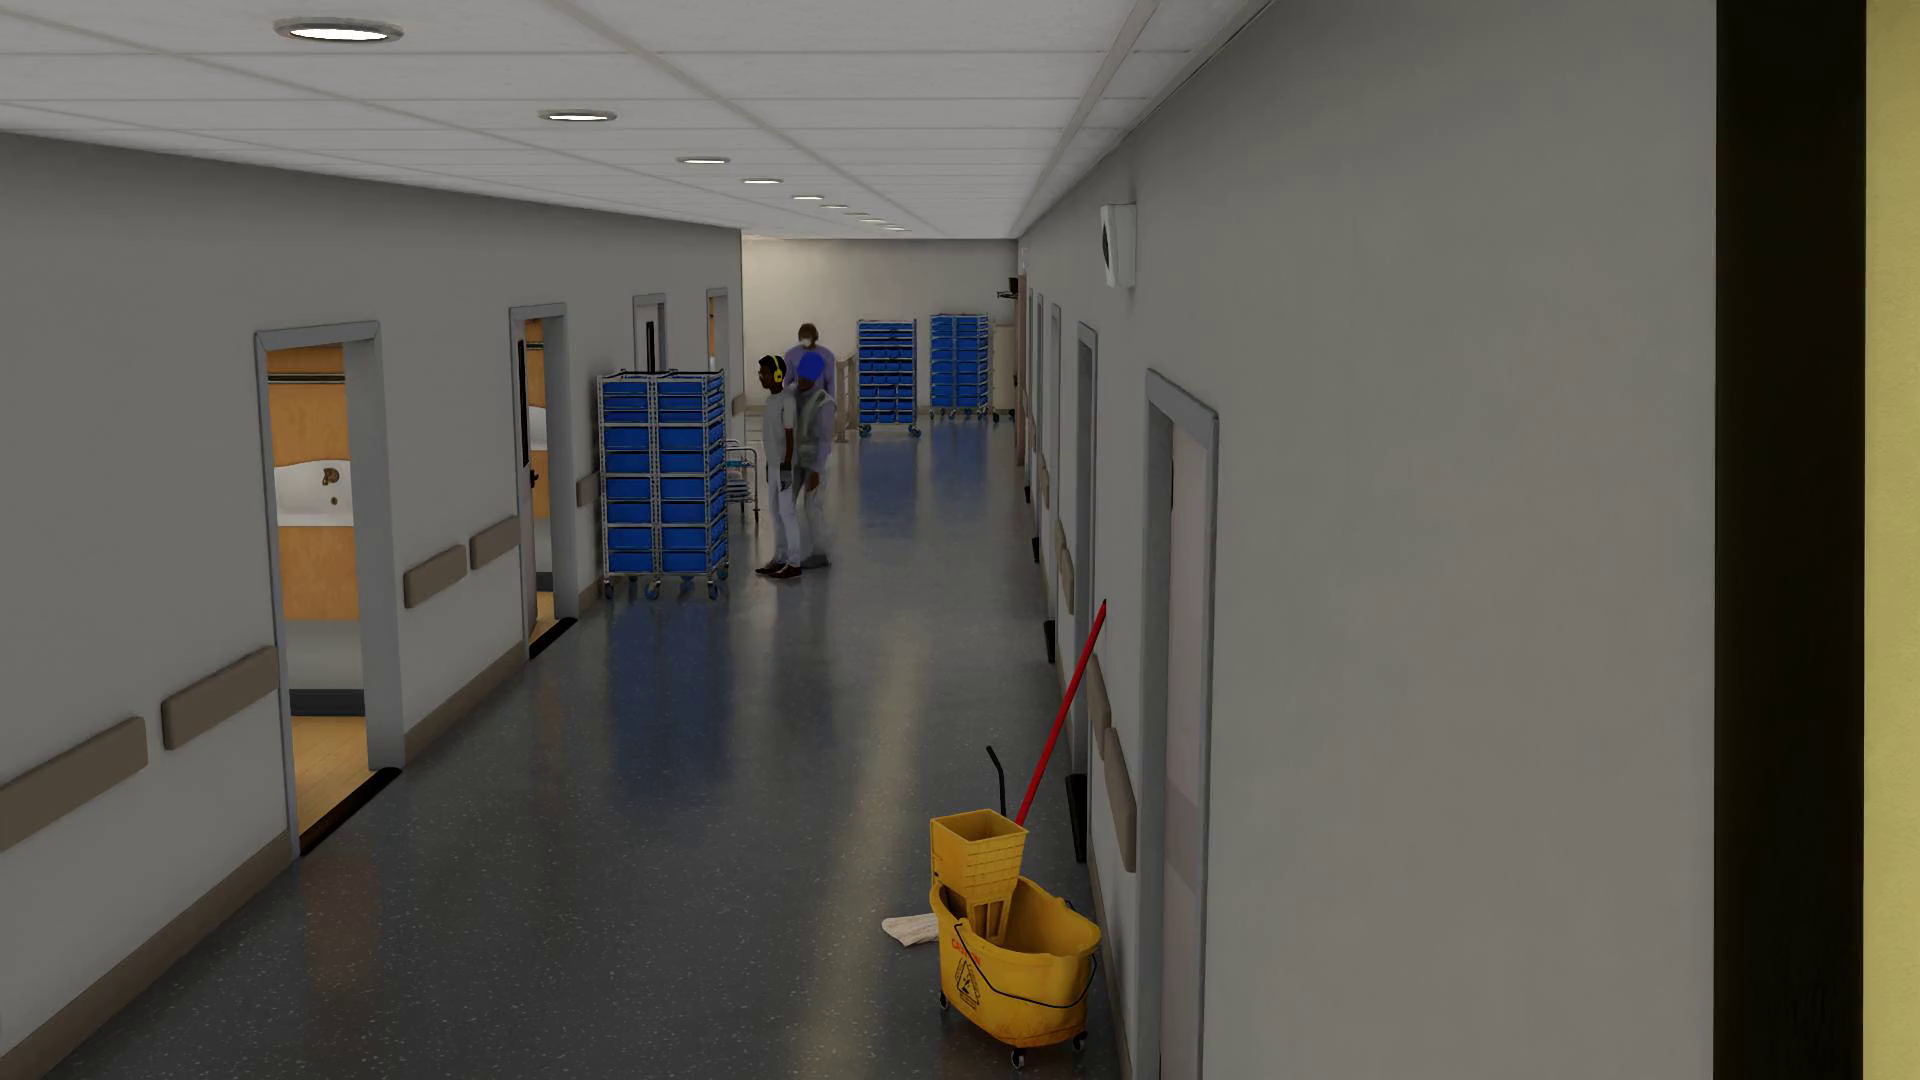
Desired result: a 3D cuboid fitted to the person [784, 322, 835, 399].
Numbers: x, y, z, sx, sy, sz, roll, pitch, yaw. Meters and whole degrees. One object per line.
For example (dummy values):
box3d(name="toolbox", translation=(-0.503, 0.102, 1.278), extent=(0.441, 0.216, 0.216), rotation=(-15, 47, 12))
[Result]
box3d(name="person", translation=(-1.808, -1.699, 20.241), extent=(0.634, 1.915, 0.773), rotation=(1, 10, 7))

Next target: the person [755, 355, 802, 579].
box3d(name="person", translation=(-1.522, -0.606, 13.855), extent=(0.333, 1.861, 0.496), rotation=(-5, 11, -28))

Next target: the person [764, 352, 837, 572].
box3d(name="person", translation=(-1.335, -0.644, 13.986), extent=(0.680, 1.883, 0.740), rotation=(7, 12, 36))
